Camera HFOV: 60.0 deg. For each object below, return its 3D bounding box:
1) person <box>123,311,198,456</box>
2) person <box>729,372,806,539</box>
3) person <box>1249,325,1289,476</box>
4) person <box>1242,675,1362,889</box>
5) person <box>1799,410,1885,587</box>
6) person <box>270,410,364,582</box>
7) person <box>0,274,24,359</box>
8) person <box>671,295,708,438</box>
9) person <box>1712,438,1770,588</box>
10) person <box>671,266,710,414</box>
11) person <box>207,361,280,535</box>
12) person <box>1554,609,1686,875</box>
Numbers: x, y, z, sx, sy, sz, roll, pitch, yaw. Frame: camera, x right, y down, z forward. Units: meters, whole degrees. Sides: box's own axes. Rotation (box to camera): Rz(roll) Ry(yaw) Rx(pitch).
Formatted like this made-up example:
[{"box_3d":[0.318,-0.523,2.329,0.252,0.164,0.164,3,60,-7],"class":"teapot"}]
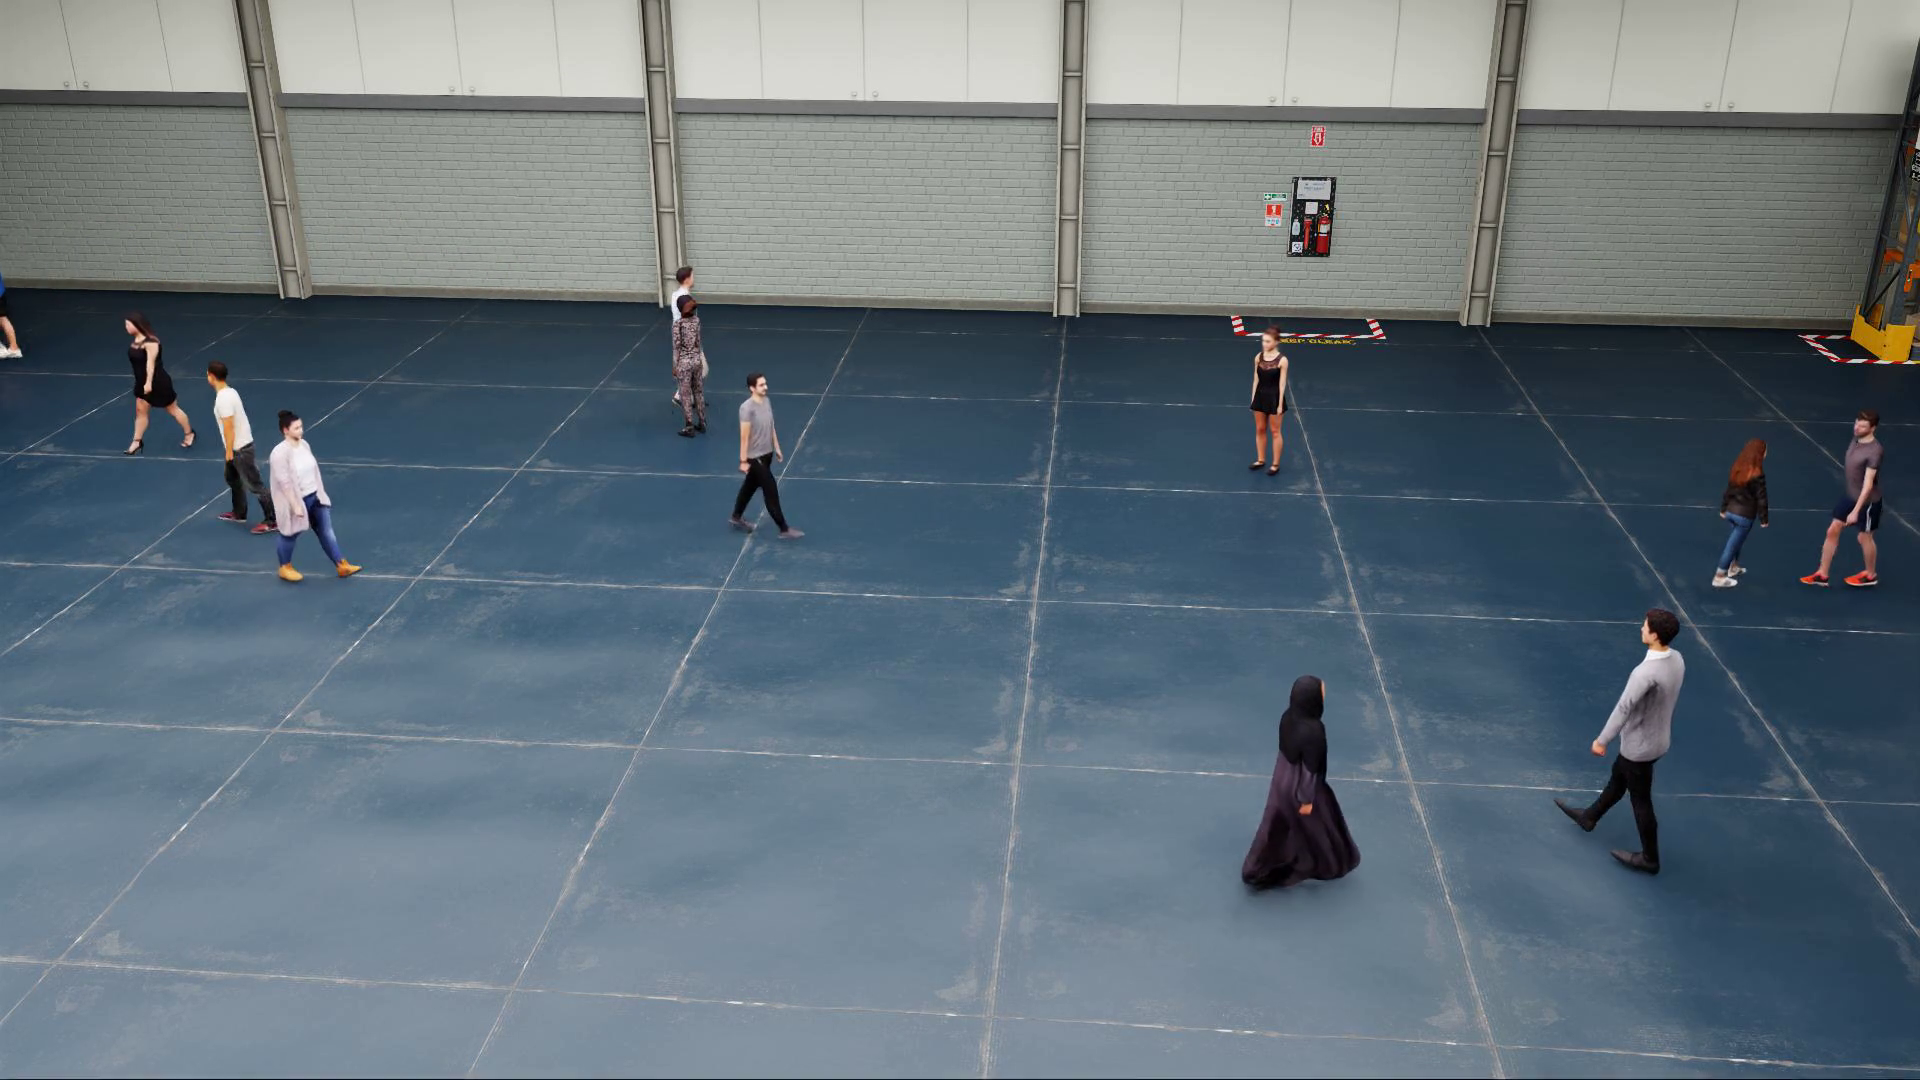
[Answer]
[{"box_3d":[-9.140,-1.779,19.048,1.089,1.664,1.099,20,30,39],"class":"person"},{"box_3d":[-2.106,-0.855,16.817,1.201,1.710,0.836,8,24,19],"class":"person"},{"box_3d":[3.455,-1.570,18.537,0.671,1.680,0.751,20,30,38],"class":"person"},{"box_3d":[2.200,1.631,11.107,1.175,1.604,0.900,-7,24,-16],"class":"person"},{"box_3d":[8.493,-0.365,15.555,1.059,1.796,0.772,1,23,3],"class":"person"},{"box_3d":[-6.324,-0.376,15.707,1.161,1.697,0.875,8,24,19],"class":"person"},{"box_3d":[-13.012,-3.357,22.517,0.767,1.854,0.737,-5,24,-12],"class":"person"},{"box_3d":[-3.213,-2.069,19.668,0.720,1.714,0.680,18,29,36],"class":"person"},{"box_3d":[7.309,-0.242,15.686,0.770,1.467,0.674,-5,24,-11],"class":"person"},{"box_3d":[-3.390,-2.400,20.304,0.910,1.825,0.848,-12,26,-26],"class":"person"},{"box_3d":[-7.289,-0.955,16.972,0.950,1.773,0.866,-15,27,-31],"class":"person"},{"box_3d":[4.716,1.403,11.274,1.233,1.893,1.121,19,30,38],"class":"person"}]
